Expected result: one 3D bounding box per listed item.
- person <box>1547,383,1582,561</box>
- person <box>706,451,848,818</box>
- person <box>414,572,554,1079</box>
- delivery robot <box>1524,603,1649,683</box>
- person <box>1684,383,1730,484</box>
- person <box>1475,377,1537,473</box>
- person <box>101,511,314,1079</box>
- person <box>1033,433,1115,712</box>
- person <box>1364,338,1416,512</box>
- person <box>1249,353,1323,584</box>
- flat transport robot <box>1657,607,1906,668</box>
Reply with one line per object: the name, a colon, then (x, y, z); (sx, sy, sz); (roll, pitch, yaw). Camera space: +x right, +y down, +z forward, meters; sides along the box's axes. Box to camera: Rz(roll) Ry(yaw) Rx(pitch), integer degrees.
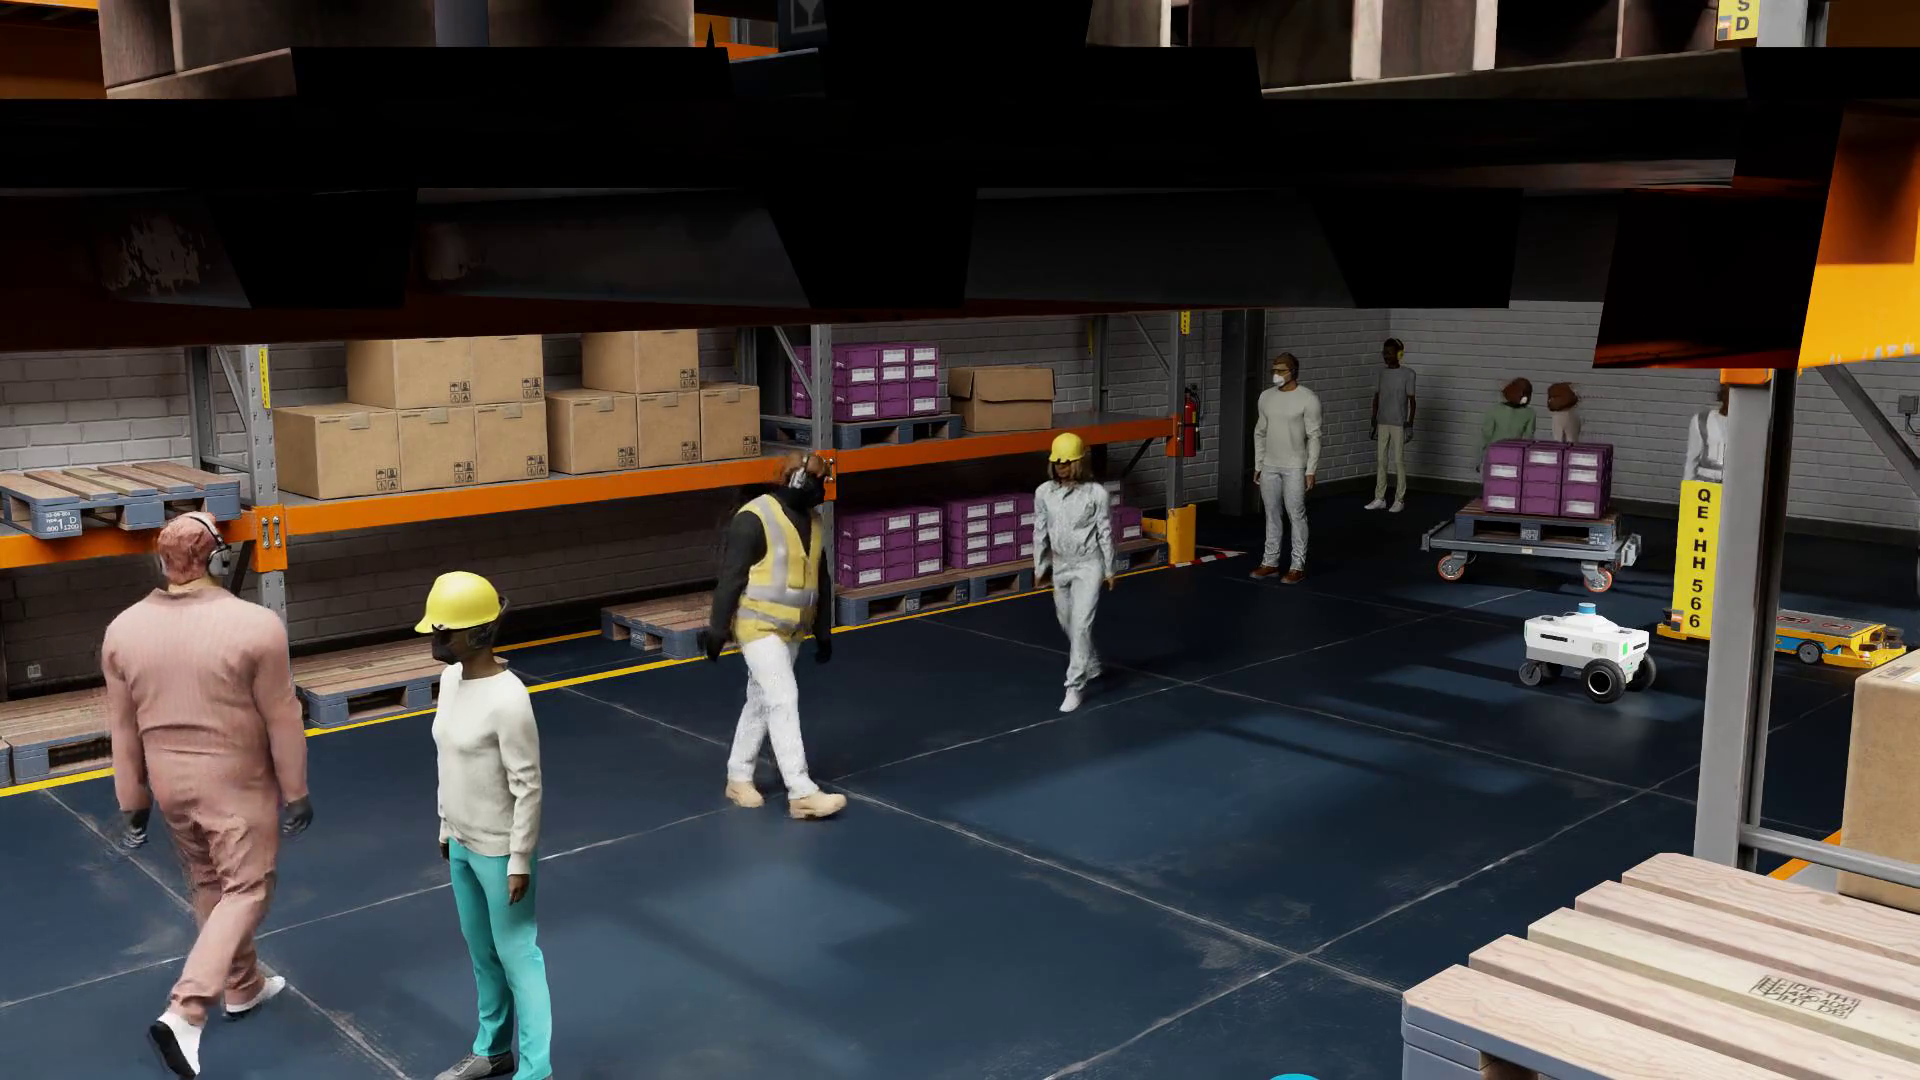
person: (5.399, -0.624, 15.085); (0.543, 1.594, 0.846); (-9, 13, -41)
person: (-0.848, 0.463, 8.175); (0.822, 1.788, 0.699); (5, 11, 27)
person: (-1.525, 0.966, 5.293); (0.326, 1.765, 0.533); (-9, 13, -42)
delivery robot: (3.932, 0.639, 10.470); (0.477, 0.478, 0.707); (-9, 13, -42)
person: (6.012, -0.394, 13.085); (0.575, 1.846, 0.938); (5, 11, 28)
person: (5.169, -0.747, 15.766); (0.534, 1.598, 0.445); (-2, 10, -9)
person: (-2.575, 0.843, 5.685); (0.646, 1.884, 0.857); (2, 10, 10)
person: (0.739, 0.155, 10.268); (0.502, 1.697, 0.748); (6, 11, 30)
person: (4.627, -1.228, 17.845); (0.310, 1.864, 0.532); (-9, 13, -42)
person: (2.731, -0.602, 13.962); (0.353, 1.937, 0.635); (-9, 13, -42)
flat transport robot: (5.708, 0.636, 11.589); (0.652, 0.197, 1.431); (-9, 13, -42)
